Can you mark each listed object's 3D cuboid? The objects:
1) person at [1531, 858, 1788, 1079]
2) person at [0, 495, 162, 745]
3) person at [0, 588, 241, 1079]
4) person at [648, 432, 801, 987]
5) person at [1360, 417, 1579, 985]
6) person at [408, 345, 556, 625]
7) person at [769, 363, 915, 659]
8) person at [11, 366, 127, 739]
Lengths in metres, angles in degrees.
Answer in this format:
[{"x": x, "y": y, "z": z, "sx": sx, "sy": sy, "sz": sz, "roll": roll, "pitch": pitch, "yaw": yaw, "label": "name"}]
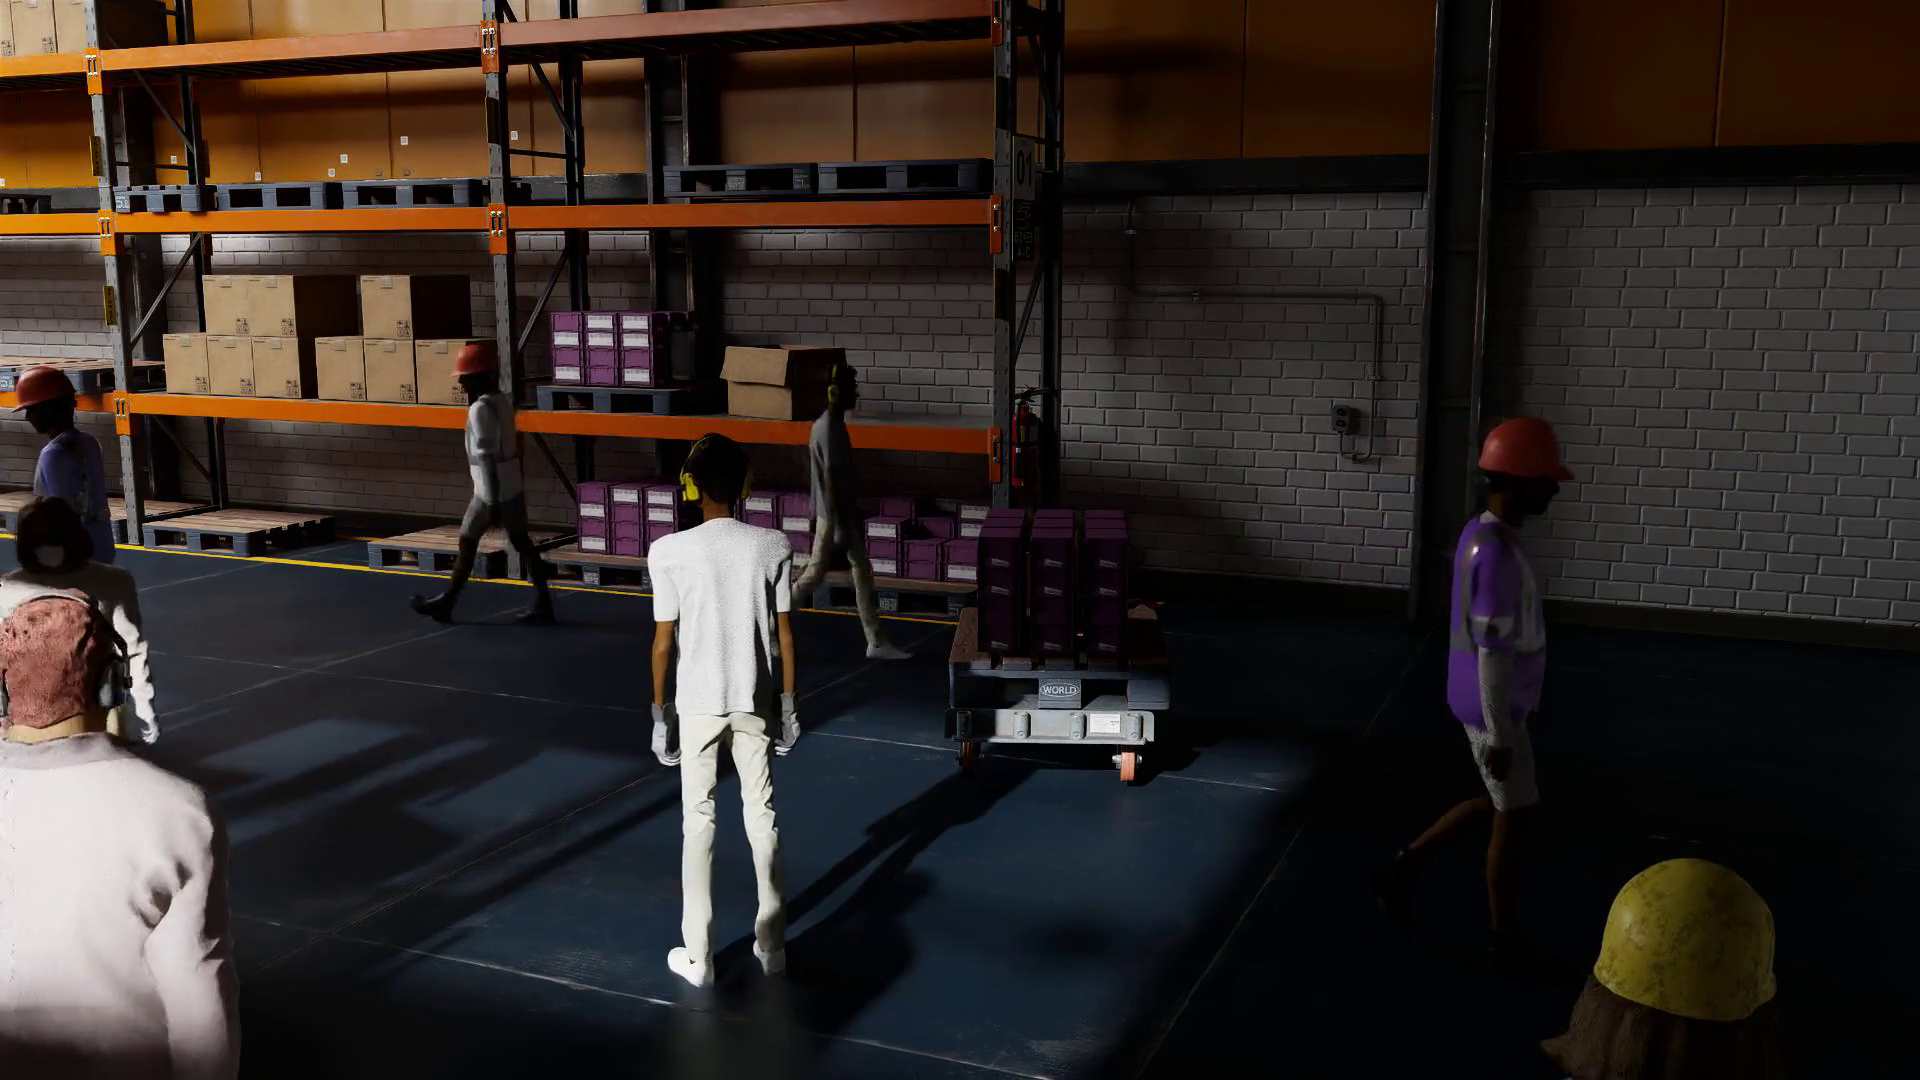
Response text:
[{"x": 0.883, "y": 1.226, "z": 2.127, "sx": 0.509, "sy": 1.703, "sz": 0.849, "roll": 7, "pitch": 12, "yaw": 35, "label": "person"}, {"x": -3.151, "y": 0.635, "z": 5.922, "sx": 0.518, "sy": 1.616, "sz": 0.337, "roll": -7, "pitch": 12, "yaw": -37, "label": "person"}, {"x": -1.609, "y": 1.019, "z": 2.974, "sx": 0.637, "sy": 1.855, "sz": 1.009, "roll": -2, "pitch": 10, "yaw": -9, "label": "person"}, {"x": -0.787, "y": 0.572, "z": 5.597, "sx": 0.509, "sy": 1.860, "sz": 0.317, "roll": -4, "pitch": 10, "yaw": -22, "label": "person"}, {"x": 1.760, "y": 0.539, "z": 5.591, "sx": 0.650, "sy": 1.923, "sz": 0.563, "roll": 3, "pitch": 10, "yaw": 15, "label": "person"}, {"x": -3.182, "y": -0.351, "z": 11.061, "sx": 1.021, "sy": 1.869, "sz": 0.585, "roll": 1, "pitch": 10, "yaw": 8, "label": "person"}, {"x": -0.803, "y": -0.154, "z": 10.069, "sx": 0.971, "sy": 1.837, "sz": 0.529, "roll": 1, "pitch": 10, "yaw": 6, "label": "person"}, {"x": -4.356, "y": 0.113, "z": 8.138, "sx": 0.390, "sy": 1.926, "sz": 0.547, "roll": -2, "pitch": 10, "yaw": -12, "label": "person"}]
